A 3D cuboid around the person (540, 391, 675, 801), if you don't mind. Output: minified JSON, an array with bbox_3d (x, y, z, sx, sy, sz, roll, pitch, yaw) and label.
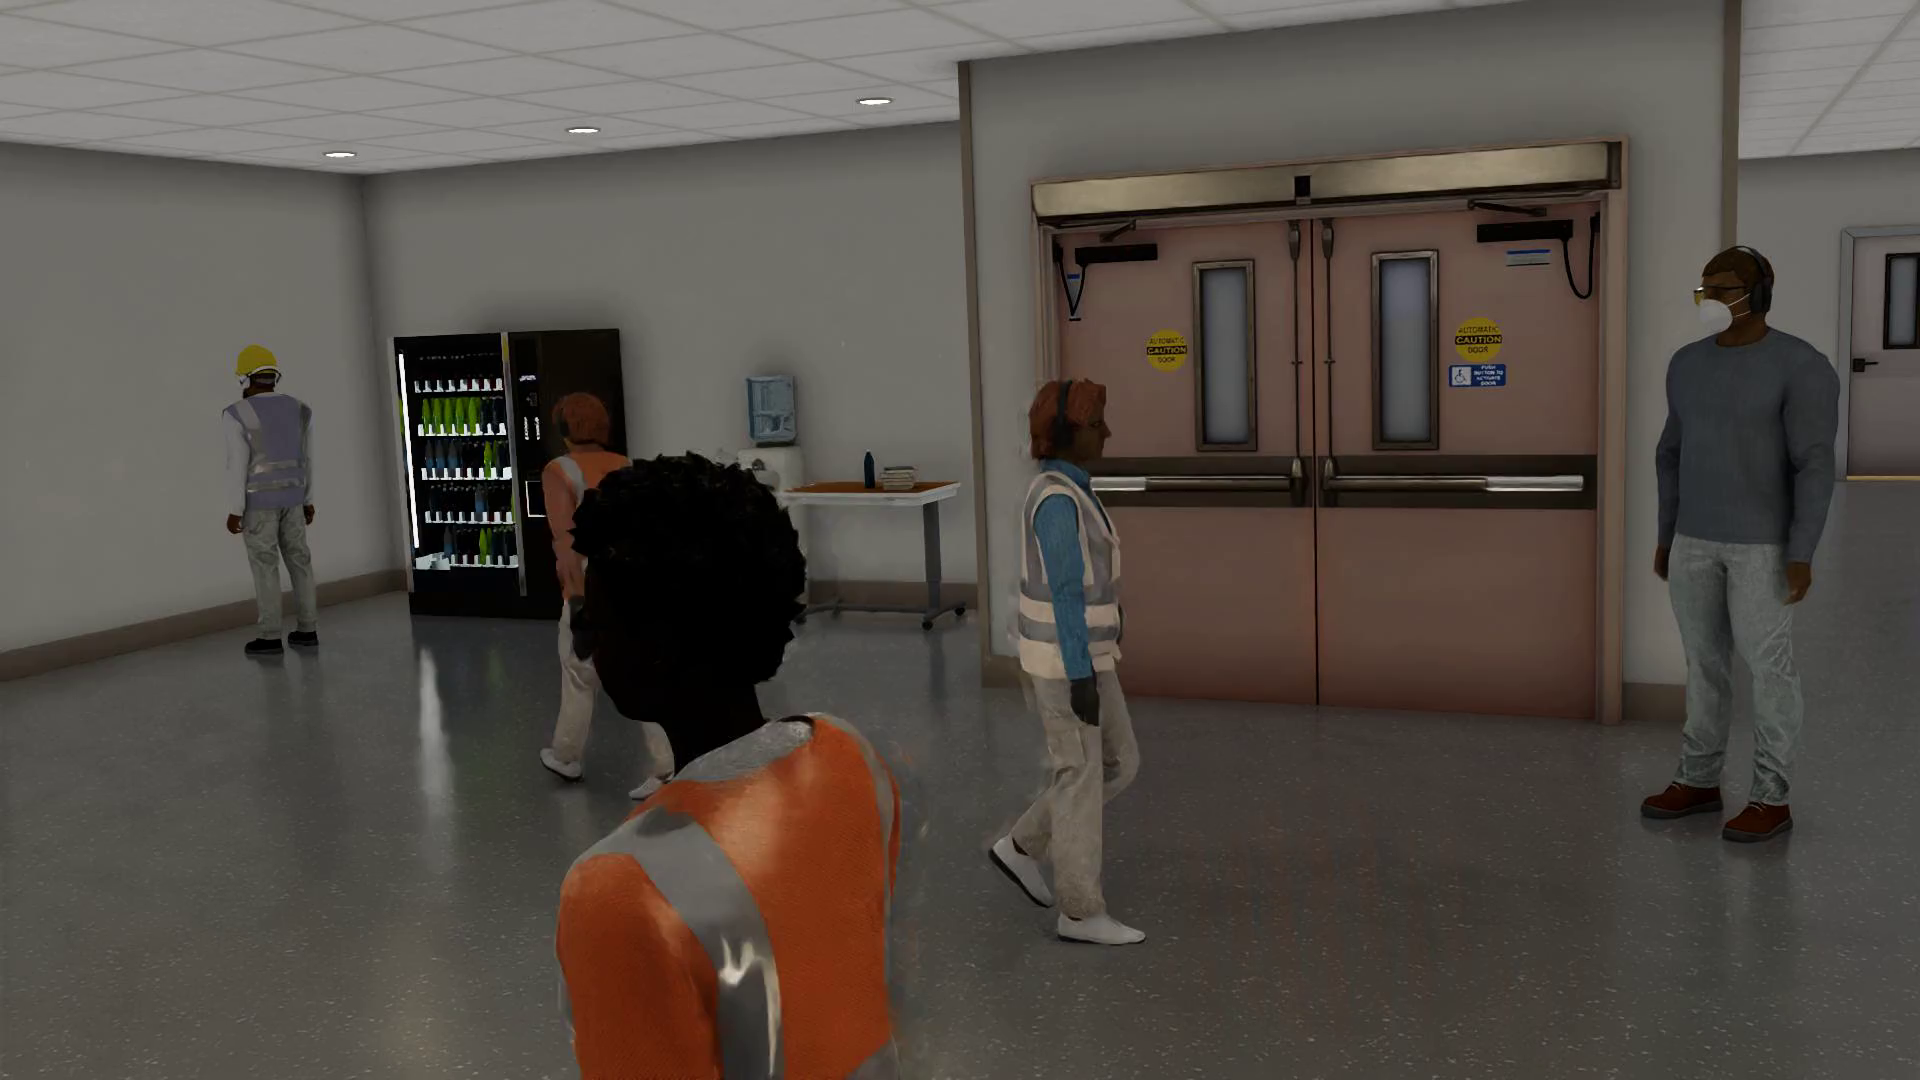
[{"bbox_3d":[-1.403,0.213,6.513,0.893,1.571,0.523,4,10,41],"label":"person"}]

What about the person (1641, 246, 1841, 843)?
[{"bbox_3d":[2.558,0.012,5.485,0.371,1.940,0.627,-6,8,-25],"label":"person"}]

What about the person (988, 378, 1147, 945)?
[{"bbox_3d":[0.307,0.357,4.722,0.411,1.628,0.519,-1,8,13],"label":"person"}]

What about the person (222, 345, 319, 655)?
[{"bbox_3d":[-4.103,-0.239,9.882,0.404,1.830,0.601,2,9,30],"label":"person"}]

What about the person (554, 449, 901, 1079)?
[{"bbox_3d":[-0.155,0.741,1.679,0.629,1.679,0.542,1,8,25],"label":"person"}]
